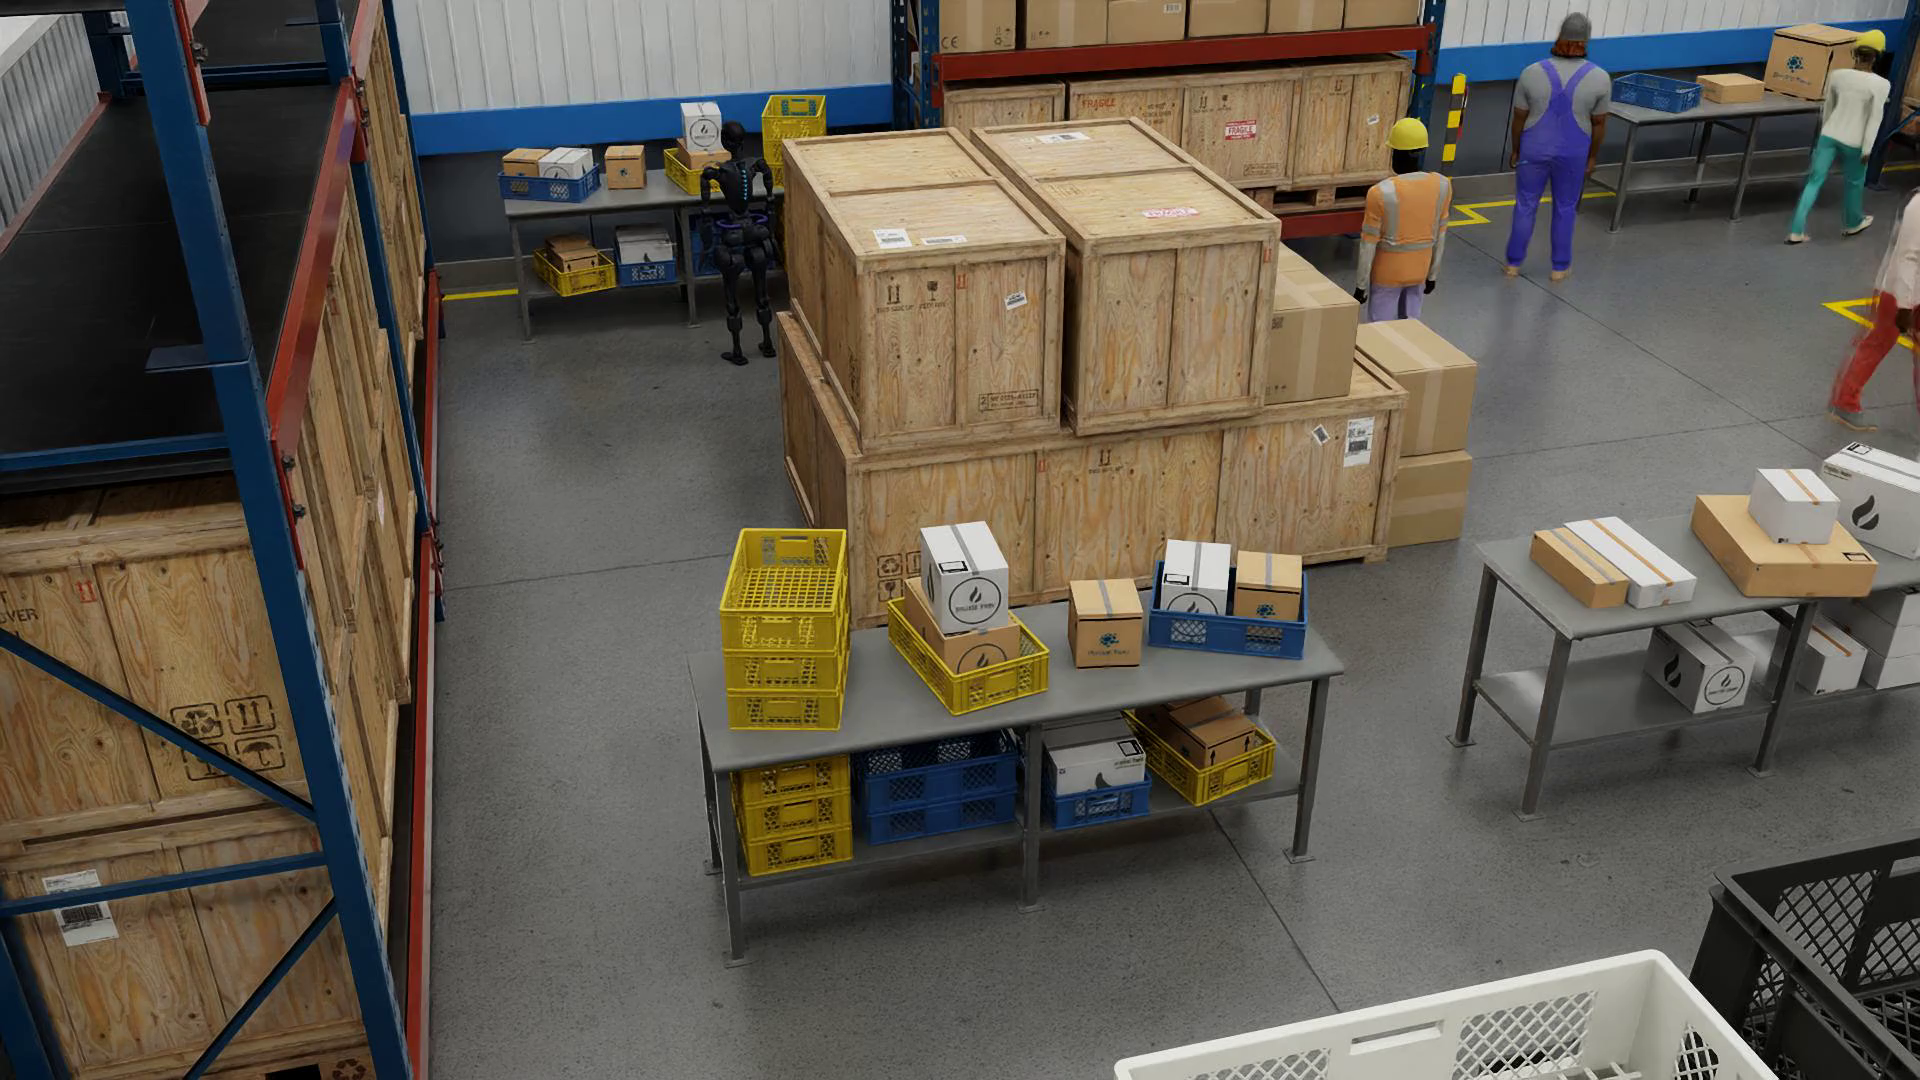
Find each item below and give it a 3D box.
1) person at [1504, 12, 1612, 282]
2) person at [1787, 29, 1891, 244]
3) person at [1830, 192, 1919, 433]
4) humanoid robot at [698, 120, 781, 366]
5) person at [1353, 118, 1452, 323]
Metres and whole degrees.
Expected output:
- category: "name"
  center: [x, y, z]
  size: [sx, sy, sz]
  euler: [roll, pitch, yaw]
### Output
- category: "person"
  center: [4.549, -3.001, 12.729]
  size: [0.689, 2.000, 0.536]
  euler: [10, 30, 17]
- category: "person"
  center: [7.253, -3.275, 13.559]
  size: [0.893, 1.720, 0.535]
  euler: [-18, 34, -30]
- category: "person"
  center: [5.886, -1.462, 10.017]
  size: [0.660, 1.950, 0.959]
  euler: [-15, 32, -26]
- category: "humanoid robot"
  center: [-1.497, -2.028, 11.323]
  size: [0.603, 1.657, 0.318]
  euler: [-18, 33, -29]
- category: "person"
  center: [2.747, -1.692, 10.486]
  size: [0.588, 1.919, 0.401]
  euler: [-9, 30, -16]
